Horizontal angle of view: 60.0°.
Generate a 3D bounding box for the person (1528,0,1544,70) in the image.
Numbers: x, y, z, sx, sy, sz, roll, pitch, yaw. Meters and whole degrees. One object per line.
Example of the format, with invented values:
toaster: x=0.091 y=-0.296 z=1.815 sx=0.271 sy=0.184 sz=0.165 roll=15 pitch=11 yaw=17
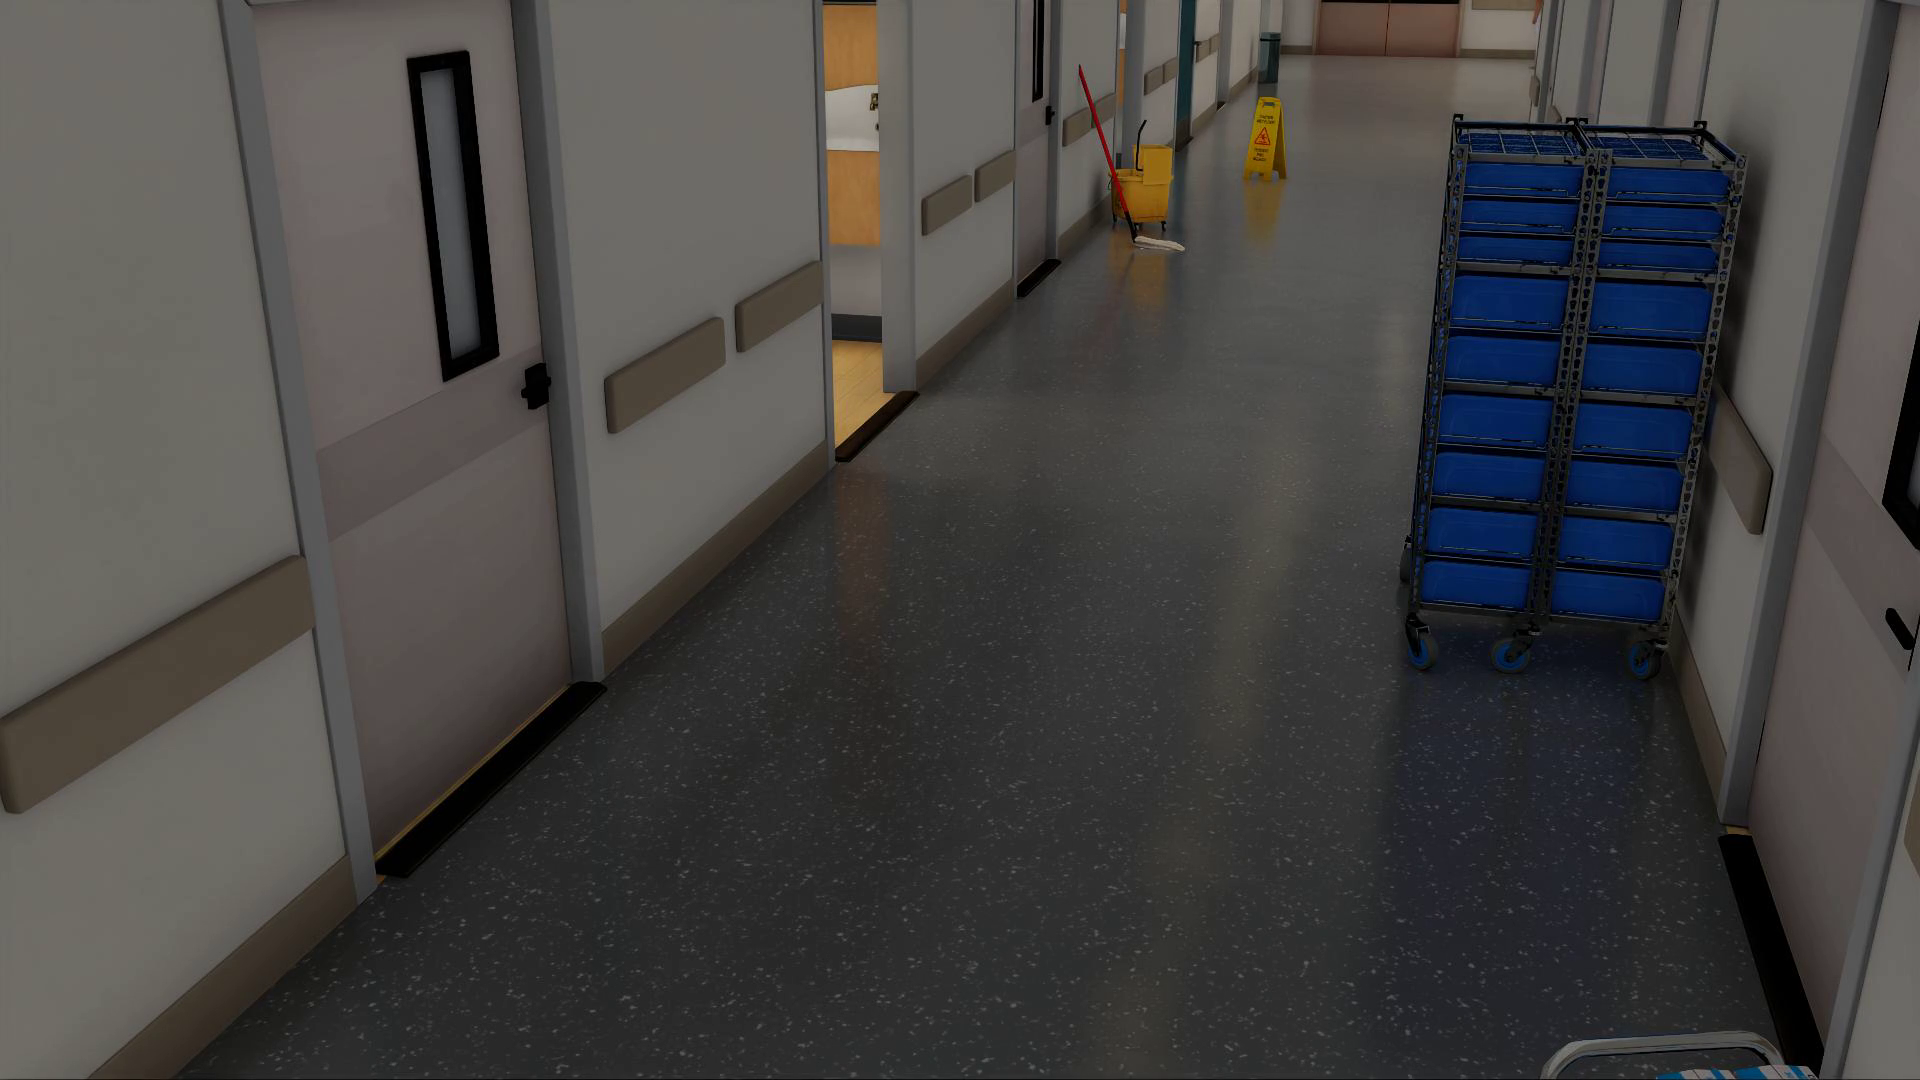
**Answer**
person: x=9.441 y=-8.457 z=26.787 sx=0.692 sy=1.669 sz=0.703 roll=-5 pitch=21 yaw=-14
